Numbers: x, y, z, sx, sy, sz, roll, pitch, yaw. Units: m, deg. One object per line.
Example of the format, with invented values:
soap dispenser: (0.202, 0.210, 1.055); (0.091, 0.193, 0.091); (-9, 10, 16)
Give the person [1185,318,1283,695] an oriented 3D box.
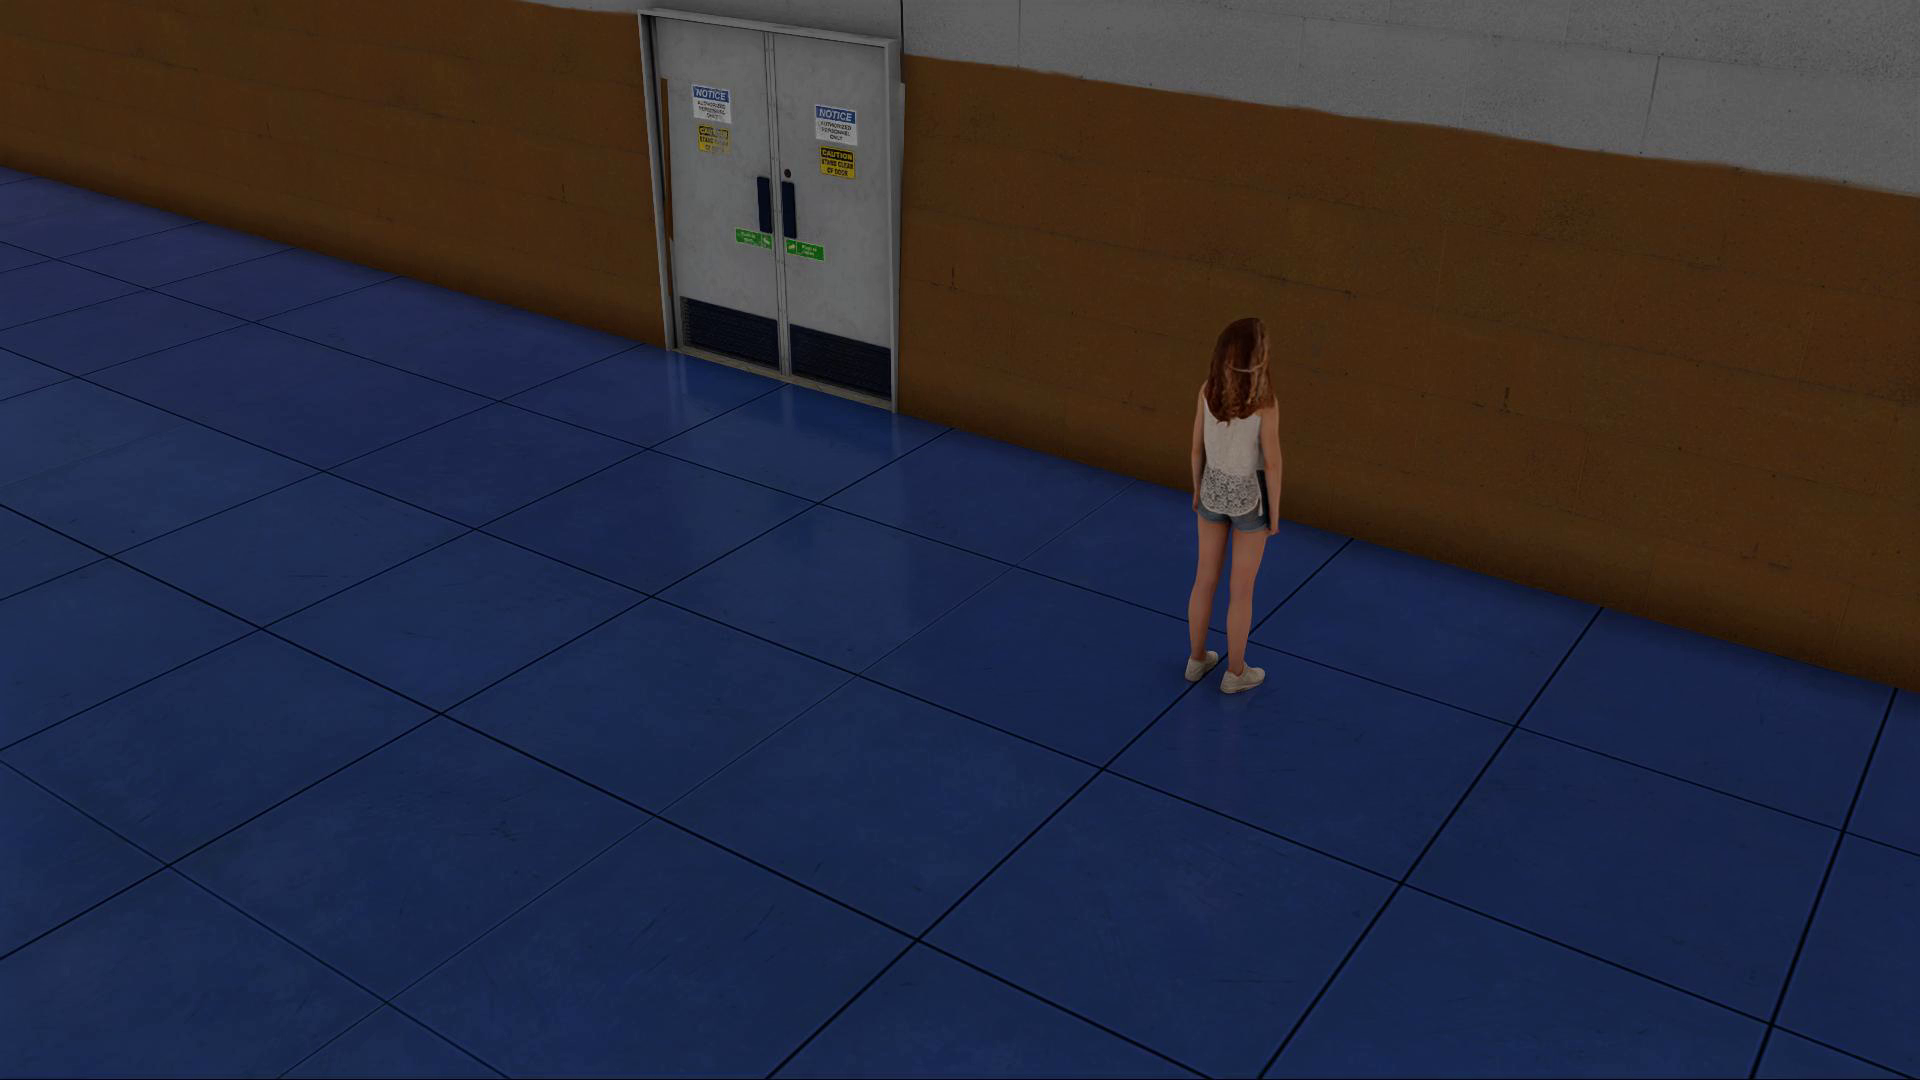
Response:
person: (1.197, -0.140, 7.339); (0.591, 1.759, 0.528); (20, 33, 35)
